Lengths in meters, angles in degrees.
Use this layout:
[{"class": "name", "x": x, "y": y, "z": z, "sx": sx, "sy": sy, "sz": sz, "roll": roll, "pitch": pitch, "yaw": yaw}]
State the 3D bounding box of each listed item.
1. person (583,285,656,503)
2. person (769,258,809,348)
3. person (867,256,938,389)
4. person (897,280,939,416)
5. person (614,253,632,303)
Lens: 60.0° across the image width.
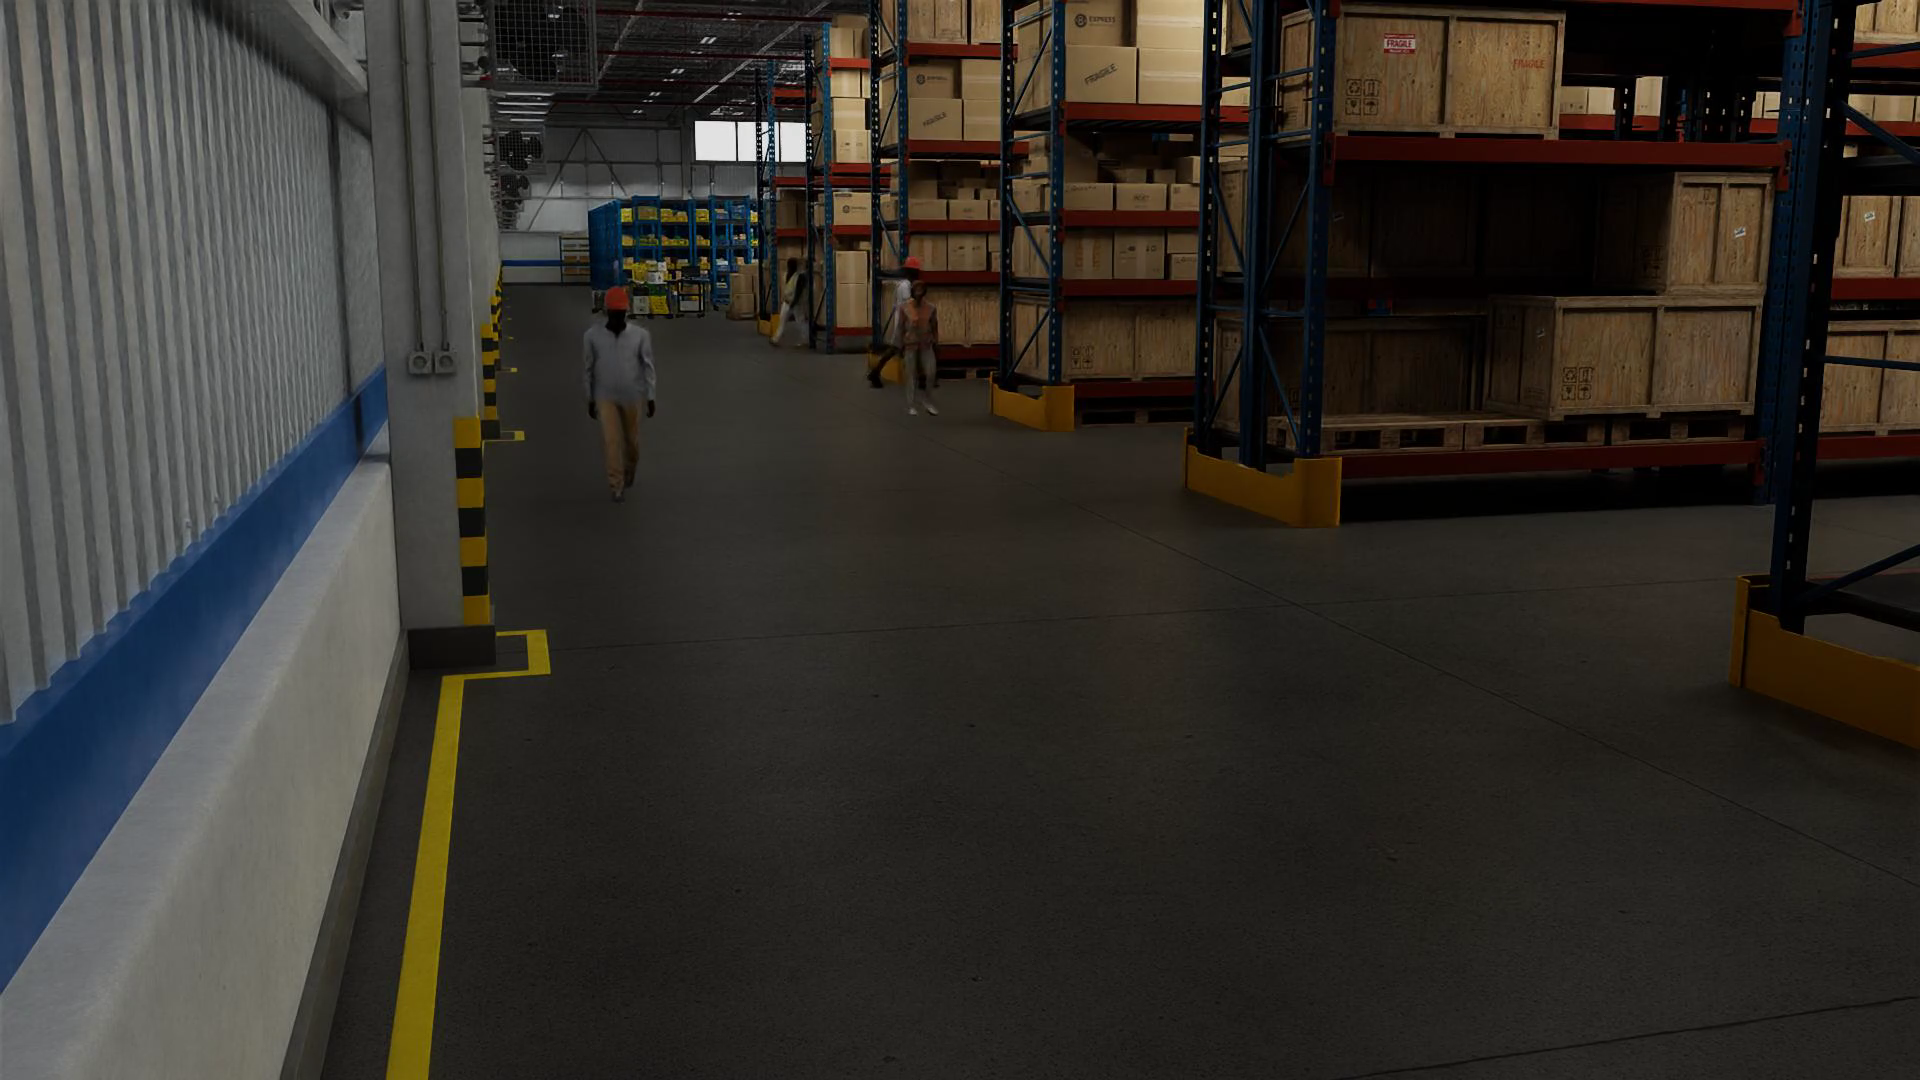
[{"class": "person", "x": -2.736, "y": -1.188, "z": 13.378, "sx": 0.562, "sy": 1.727, "sz": 0.702, "roll": -2, "pitch": 10, "yaw": -12}, {"class": "person", "x": -3.373, "y": -4.736, "z": 33.277, "sx": 0.633, "sy": 1.786, "sz": 0.933, "roll": 8, "pitch": 13, "yaw": 37}, {"class": "person", "x": -0.841, "y": -3.083, "z": 23.663, "sx": 1.002, "sy": 1.892, "sz": 0.565, "roll": 3, "pitch": 10, "yaw": 15}, {"class": "person", "x": -0.486, "y": -2.272, "z": 19.798, "sx": 0.533, "sy": 1.621, "sz": 0.589, "roll": -3, "pitch": 10, "yaw": -16}, {"class": "person", "x": -11.656, "y": -9.054, "z": 57.712, "sx": 0.931, "sy": 1.799, "sz": 0.610, "roll": 9, "pitch": 13, "yaw": 41}]
